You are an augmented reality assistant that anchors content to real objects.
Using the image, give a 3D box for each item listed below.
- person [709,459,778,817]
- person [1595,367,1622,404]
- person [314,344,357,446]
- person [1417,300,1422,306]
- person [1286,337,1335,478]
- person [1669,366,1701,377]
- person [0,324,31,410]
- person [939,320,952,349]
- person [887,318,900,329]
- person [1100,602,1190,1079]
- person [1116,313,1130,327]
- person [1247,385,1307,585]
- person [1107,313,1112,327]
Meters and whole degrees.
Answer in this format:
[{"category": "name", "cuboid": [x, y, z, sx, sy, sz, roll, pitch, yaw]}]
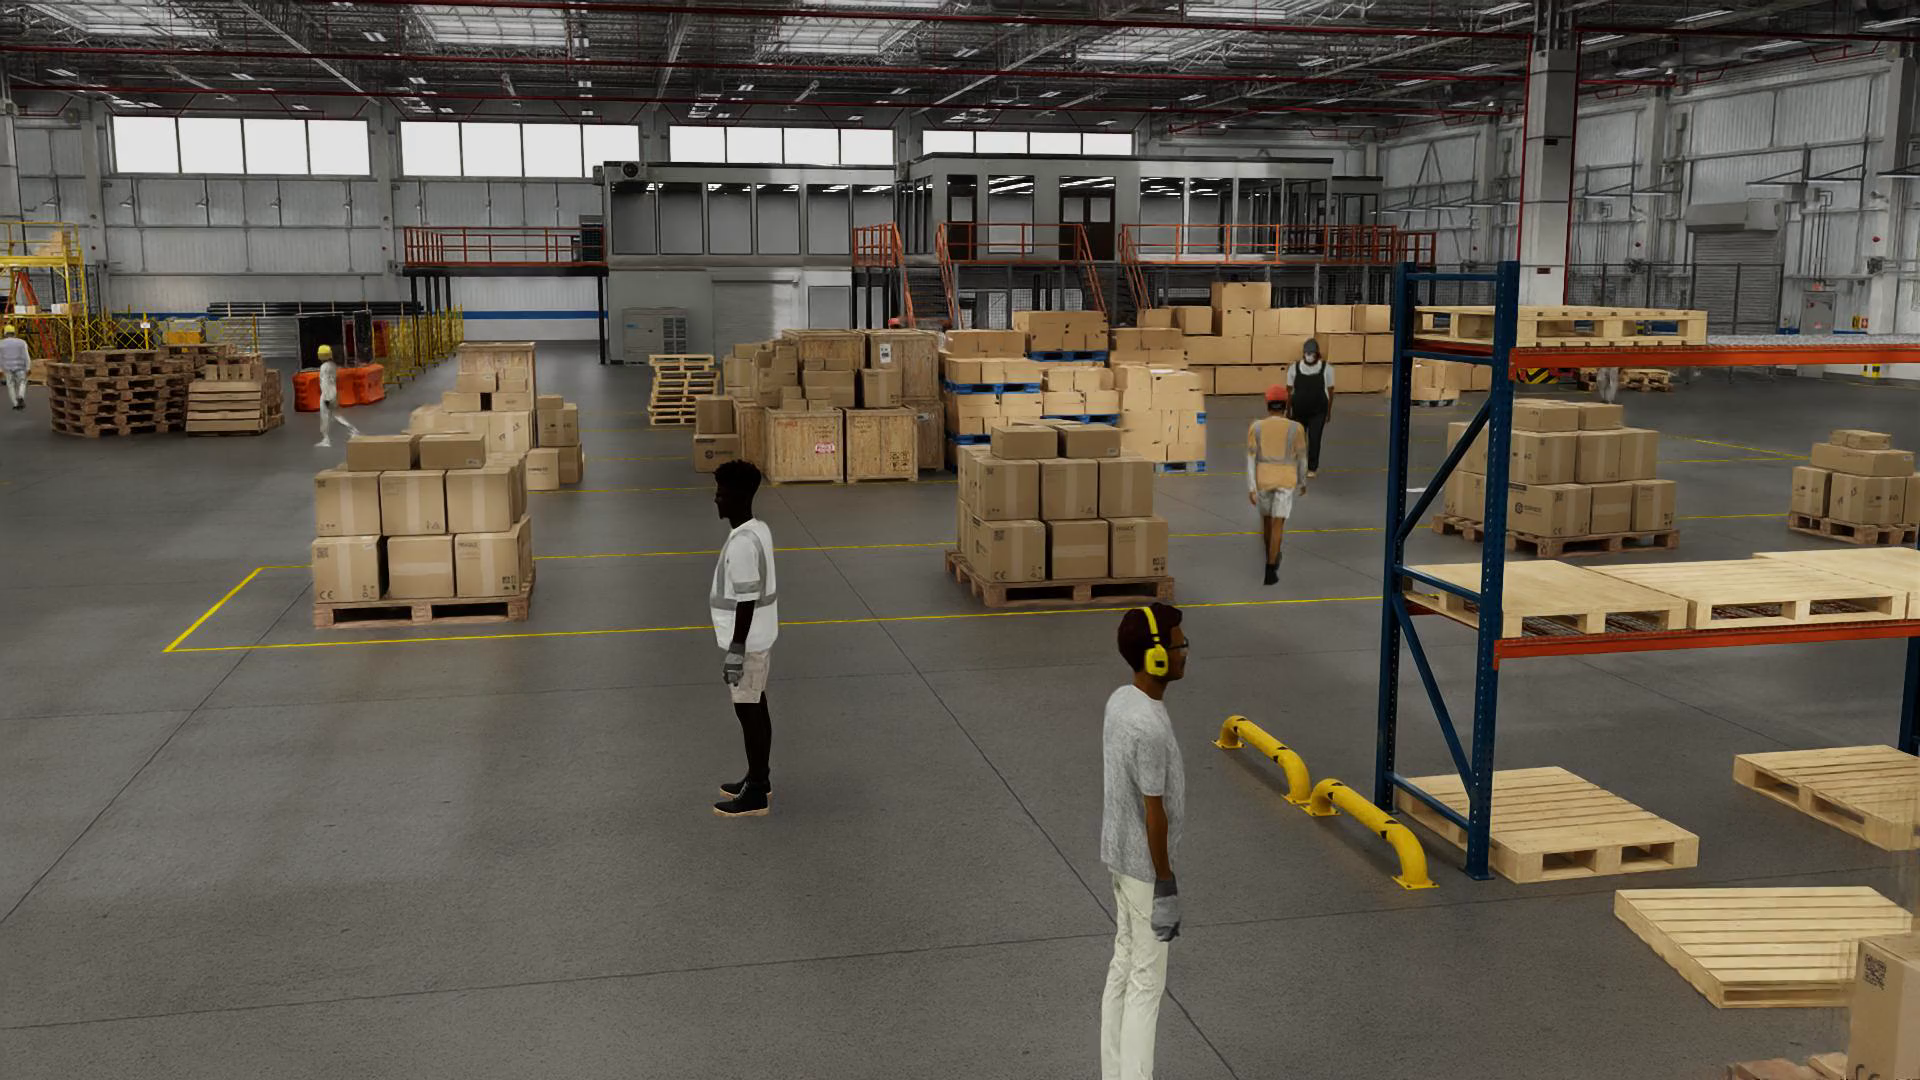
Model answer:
[{"category": "person", "cuboid": [-1.189, 0.535, 9.144, 0.368, 1.966, 0.602, 0, 9, 1]}, {"category": "person", "cuboid": [13.725, -3.722, 35.176, 0.520, 1.933, 0.636, -8, 12, -39]}, {"category": "person", "cuboid": [-10.550, -2.431, 27.938, 0.639, 1.726, 0.494, 1, 9, 8]}, {"category": "person", "cuboid": [16.681, -7.883, 60.942, 0.612, 1.811, 0.920, -3, 10, -20]}, {"category": "person", "cuboid": [5.008, -1.912, 23.833, 0.683, 2.000, 0.661, 3, 10, 18]}, {"category": "person", "cuboid": [20.012, -5.405, 45.781, 0.533, 1.833, 0.951, -9, 13, -44]}, {"category": "person", "cuboid": [-19.865, -3.623, 34.922, 0.621, 1.818, 0.428, -4, 10, -23]}, {"category": "person", "cuboid": [-0.210, -3.868, 36.297, 0.803, 1.856, 0.613, 4, 10, 23]}, {"category": "person", "cuboid": [-1.424, -4.061, 37.436, 1.077, 1.864, 0.526, 5, 10, 27]}, {"category": "person", "cuboid": [0.656, 1.137, 5.752, 0.328, 1.876, 0.514, -2, 9, -10]}, {"category": "person", "cuboid": [4.203, -4.899, 42.643, 0.327, 1.839, 0.514, -9, 13, -43]}, {"category": "person", "cuboid": [3.061, -0.554, 16.059, 0.544, 1.868, 1.023, 4, 10, 22]}, {"category": "person", "cuboid": [3.718, -4.706, 41.377, 0.463, 1.870, 0.609, -4, 10, -24]}]
